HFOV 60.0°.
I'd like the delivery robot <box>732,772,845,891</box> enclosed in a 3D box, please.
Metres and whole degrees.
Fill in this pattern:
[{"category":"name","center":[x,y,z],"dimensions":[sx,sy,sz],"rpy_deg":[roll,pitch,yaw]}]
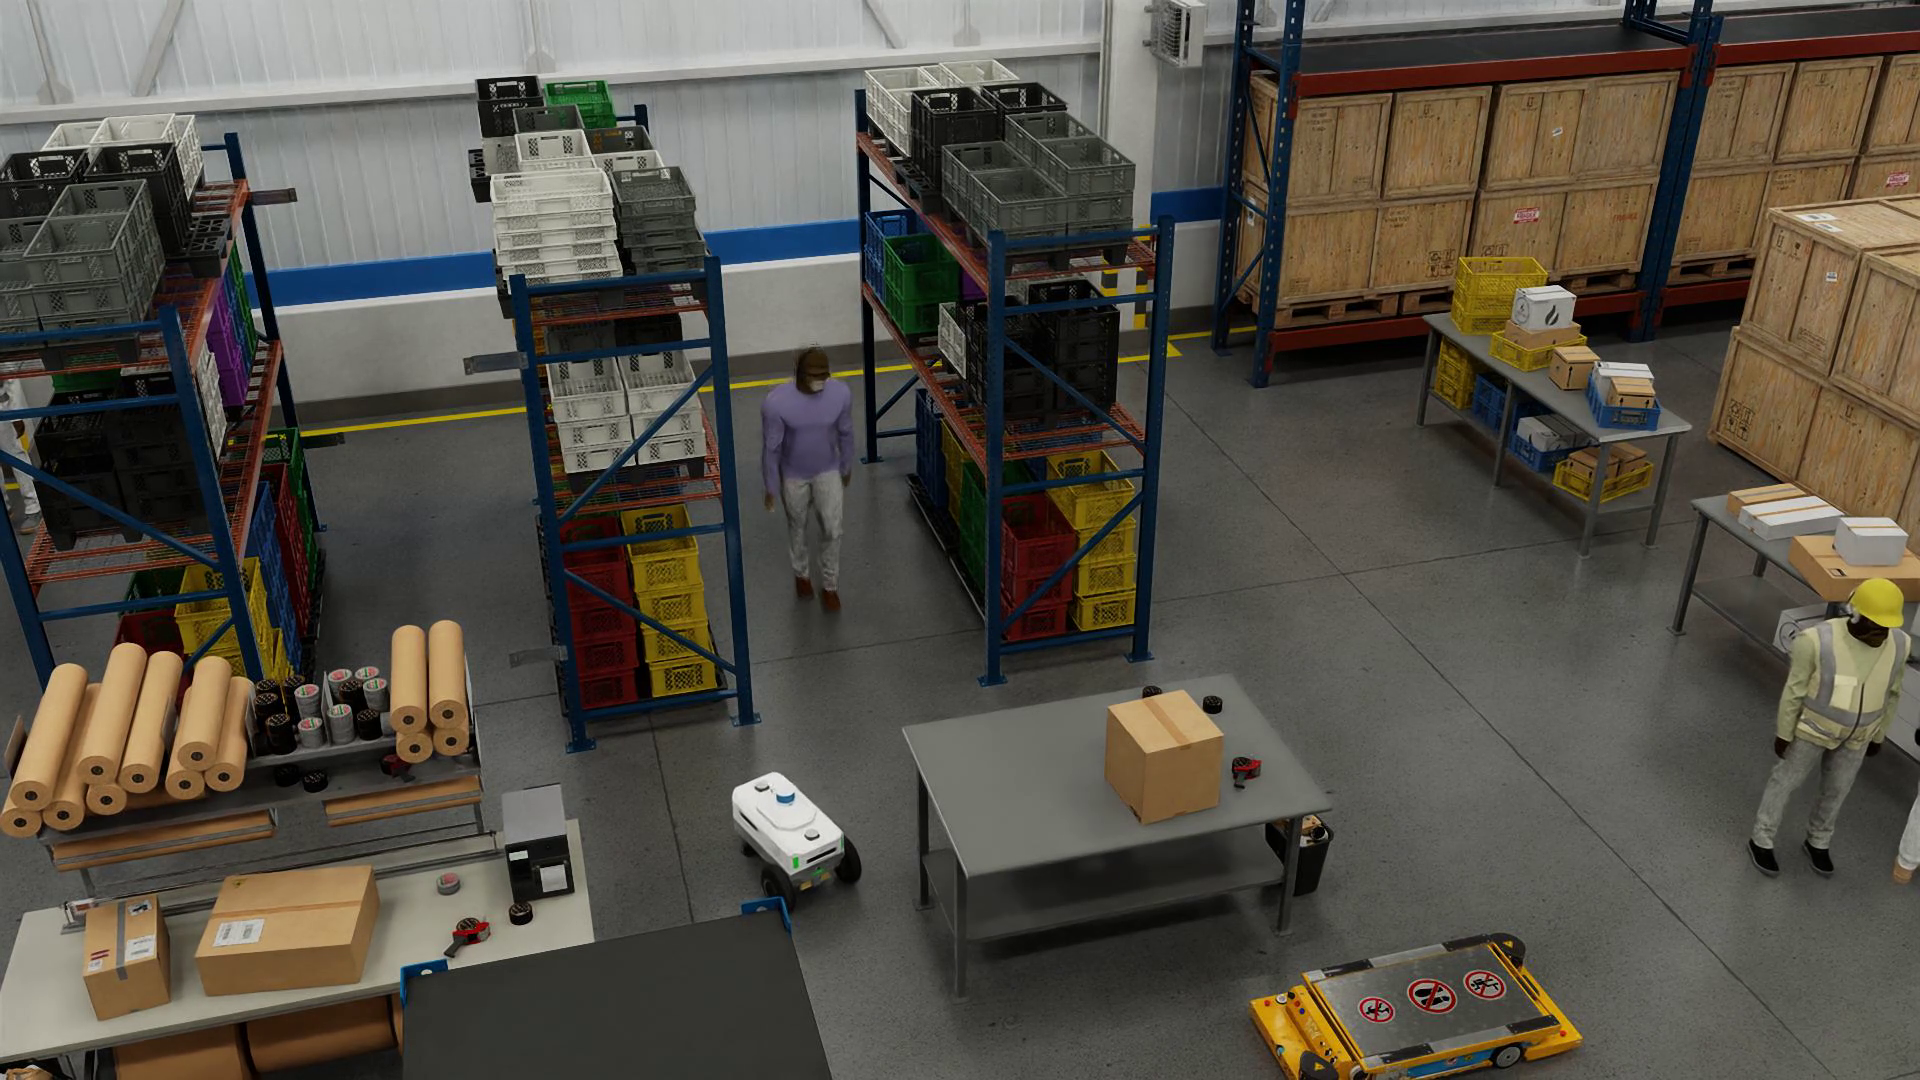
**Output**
[{"category":"delivery robot","center":[-0.931,1.538,8.949],"dimensions":[0.477,0.478,0.707],"rpy_deg":[-19,34,-31]}]

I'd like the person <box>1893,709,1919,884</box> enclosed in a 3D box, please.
[{"category":"person","center":[5.281,1.048,8.607],"dimensions":[0.625,1.843,0.430],"rpy_deg":[25,38,38]}]

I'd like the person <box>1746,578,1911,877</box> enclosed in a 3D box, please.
[{"category":"person","center":[4.596,0.985,8.745],"dimensions":[0.599,1.824,0.403],"rpy_deg":[1,29,2]}]

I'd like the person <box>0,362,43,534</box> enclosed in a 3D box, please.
[{"category":"person","center":[-7.131,-0.932,12.163],"dimensions":[0.572,1.887,0.356],"rpy_deg":[2,29,4]}]

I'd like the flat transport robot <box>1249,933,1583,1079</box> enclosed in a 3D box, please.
[{"category":"flat transport robot","center":[2.184,2.282,7.980],"dimensions":[1.431,0.197,0.652],"rpy_deg":[-8,30,-14]}]

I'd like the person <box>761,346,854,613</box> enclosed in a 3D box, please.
[{"category":"person","center":[-1.004,-0.397,11.161],"dimensions":[0.663,1.904,0.740],"rpy_deg":[-7,30,-12]}]
